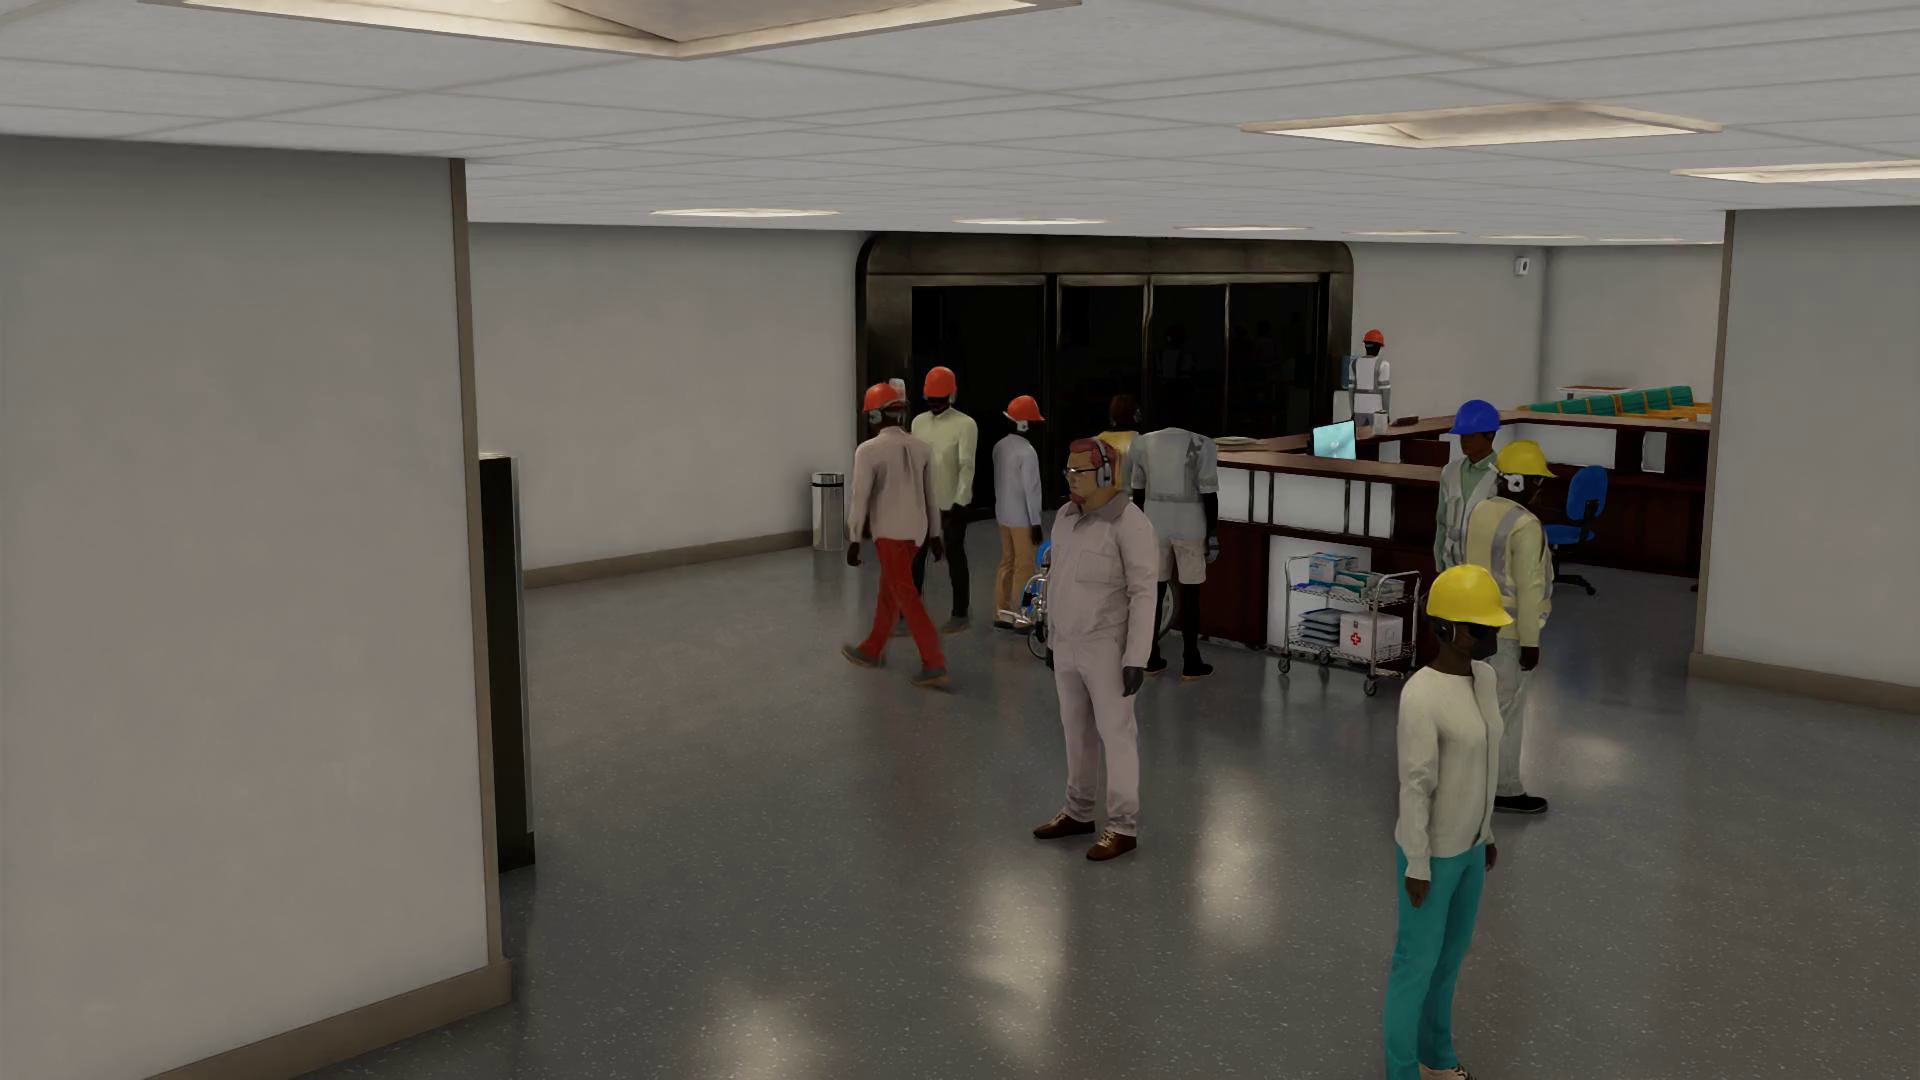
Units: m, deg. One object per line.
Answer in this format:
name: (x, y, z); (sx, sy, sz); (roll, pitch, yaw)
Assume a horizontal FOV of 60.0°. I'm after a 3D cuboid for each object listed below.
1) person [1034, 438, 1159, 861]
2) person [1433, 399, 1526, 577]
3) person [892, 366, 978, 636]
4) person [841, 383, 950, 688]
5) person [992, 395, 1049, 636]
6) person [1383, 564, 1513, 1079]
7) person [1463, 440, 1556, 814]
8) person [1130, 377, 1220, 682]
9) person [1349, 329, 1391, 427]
person: (0.594, 0.486, 7.538); (0.401, 1.906, 0.650); (-7, 11, -35)
person: (2.904, 0.177, 9.363); (0.421, 1.939, 0.600); (-6, 11, -33)
person: (-0.139, -0.272, 11.998); (0.637, 1.957, 0.661); (6, 11, 33)
person: (-0.393, -0.035, 10.724); (1.019, 1.941, 0.633); (8, 12, 40)
person: (0.444, -0.175, 12.074); (0.335, 1.752, 0.570); (-5, 10, -26)
person: (1.524, 0.945, 5.153); (0.310, 1.768, 0.533); (8, 12, 41)
person: (2.696, 0.418, 8.196); (0.404, 1.829, 0.591); (-2, 9, -11)
person: (1.397, -0.067, 10.742); (0.606, 1.966, 0.367); (6, 11, 31)
person: (4.956, -1.570, 20.077); (0.542, 1.930, 0.366); (9, 13, 42)
